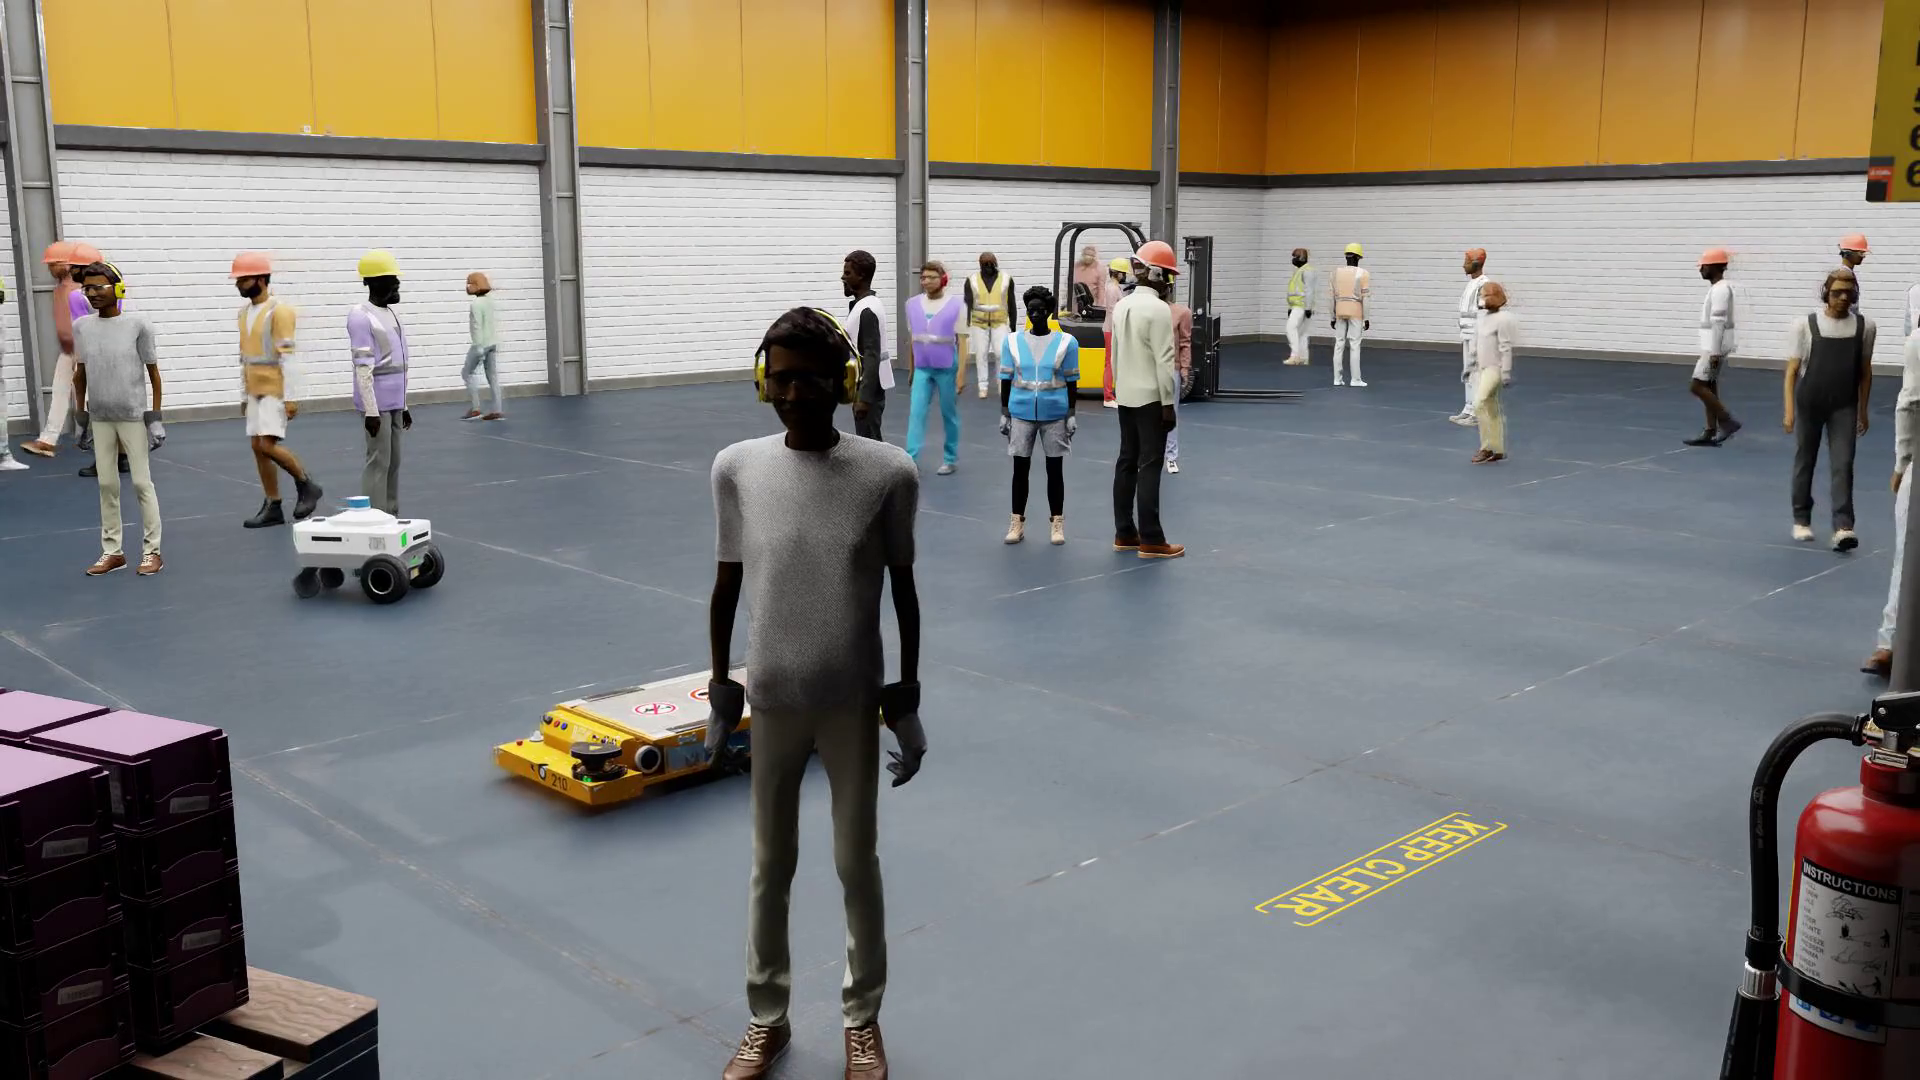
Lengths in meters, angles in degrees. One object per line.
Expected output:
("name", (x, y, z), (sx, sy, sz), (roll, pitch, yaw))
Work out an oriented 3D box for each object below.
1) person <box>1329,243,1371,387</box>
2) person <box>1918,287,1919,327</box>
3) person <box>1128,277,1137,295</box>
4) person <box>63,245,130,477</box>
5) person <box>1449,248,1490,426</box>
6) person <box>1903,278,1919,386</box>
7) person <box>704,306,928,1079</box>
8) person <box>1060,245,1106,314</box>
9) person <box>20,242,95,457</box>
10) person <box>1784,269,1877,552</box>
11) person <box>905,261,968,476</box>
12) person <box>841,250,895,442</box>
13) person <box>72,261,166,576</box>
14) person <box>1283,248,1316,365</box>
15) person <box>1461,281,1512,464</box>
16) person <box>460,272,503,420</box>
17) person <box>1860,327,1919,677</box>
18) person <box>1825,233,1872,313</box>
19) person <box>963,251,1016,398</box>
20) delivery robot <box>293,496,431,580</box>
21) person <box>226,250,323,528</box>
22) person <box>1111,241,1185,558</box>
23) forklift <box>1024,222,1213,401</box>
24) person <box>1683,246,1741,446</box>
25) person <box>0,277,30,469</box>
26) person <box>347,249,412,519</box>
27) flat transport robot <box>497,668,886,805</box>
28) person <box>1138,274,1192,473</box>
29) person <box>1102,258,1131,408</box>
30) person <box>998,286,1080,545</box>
("person", (5.222, -3.004, 22.259), (0.584, 1.918, 0.376), (8, 13, 39))
("person", (9.876, -2.004, 16.672), (0.614, 1.963, 0.362), (-2, 11, -11))
("person", (2.874, -3.581, 26.210), (0.501, 1.614, 0.345), (6, 12, 29))
("person", (-7.277, -1.501, 13.997), (0.349, 1.940, 0.551), (2, 11, 8))
("person", (5.487, -2.162, 17.761), (0.339, 1.881, 0.584), (0, 10, 2))
("person", (10.983, -2.347, 18.938), (0.403, 1.823, 0.586), (9, 14, 42))
("person", (-0.341, 0.389, 3.903), (0.534, 1.864, 0.310), (1, 10, 4))
("person", (1.964, -3.719, 26.330), (0.725, 1.872, 0.582), (6, 12, 29))
("person", (-8.130, -1.720, 15.157), (0.640, 1.943, 0.973), (6, 12, 29))
("person", (5.614, -0.831, 10.728), (0.541, 1.796, 0.951), (3, 11, 16))
("person", (-0.240, -1.393, 13.772), (0.598, 1.798, 0.956), (4, 11, 23))
("person", (-0.648, -1.038, 11.533), (0.390, 1.920, 0.588), (-1, 10, -6))
("person", (-5.014, -0.713, 9.902), (0.538, 1.869, 0.312), (0, 10, 0))
("person", (5.217, -3.624, 25.907), (0.605, 1.816, 0.652), (-1, 10, -3))
("person", (4.662, -1.477, 14.776), (0.535, 1.616, 0.519), (-1, 10, -5))
("person", (-5.285, -2.108, 18.207), (0.570, 1.616, 0.507), (2, 11, 12))
("person", (4.446, -0.289, 7.439), (0.757, 1.919, 0.660), (-9, 14, -40))
("person", (9.571, -2.287, 18.014), (0.393, 2.039, 0.613), (4, 11, 23))
("person", (0.358, -2.667, 20.662), (0.672, 1.826, 0.471), (0, 10, 3))
("delivery robot", (-3.363, -0.002, 9.356), (0.707, 0.478, 0.477), (2, 11, 9))
("person", (-4.789, -1.037, 11.536), (0.563, 1.919, 0.460), (7, 13, 34))
("person", (1.188, -0.883, 10.510), (0.394, 1.985, 0.608), (-5, 12, -25))
("forklift", (1.935, -2.847, 20.651), (2.313, 2.155, 1.214), (2, 11, 13))
("person", (7.180, -1.836, 15.879), (0.433, 1.920, 0.578), (4, 11, 21))
("person", (-8.474, -1.449, 14.331), (0.660, 1.714, 0.504), (-1, 10, -7))
("person", (-3.687, -0.885, 10.673), (0.364, 1.930, 0.588), (0, 10, 1))
("flat transport robot", (-1.007, 0.709, 6.508), (1.431, 0.197, 0.652), (-10, 14, -44))
("person", (1.702, -1.448, 14.189), (0.522, 1.769, 0.311), (2, 11, 10))
("person", (1.835, -2.430, 19.566), (0.320, 1.762, 0.522), (1, 10, 8))
("person", (0.513, -0.809, 10.897), (0.541, 1.696, 0.316), (2, 11, 9))
